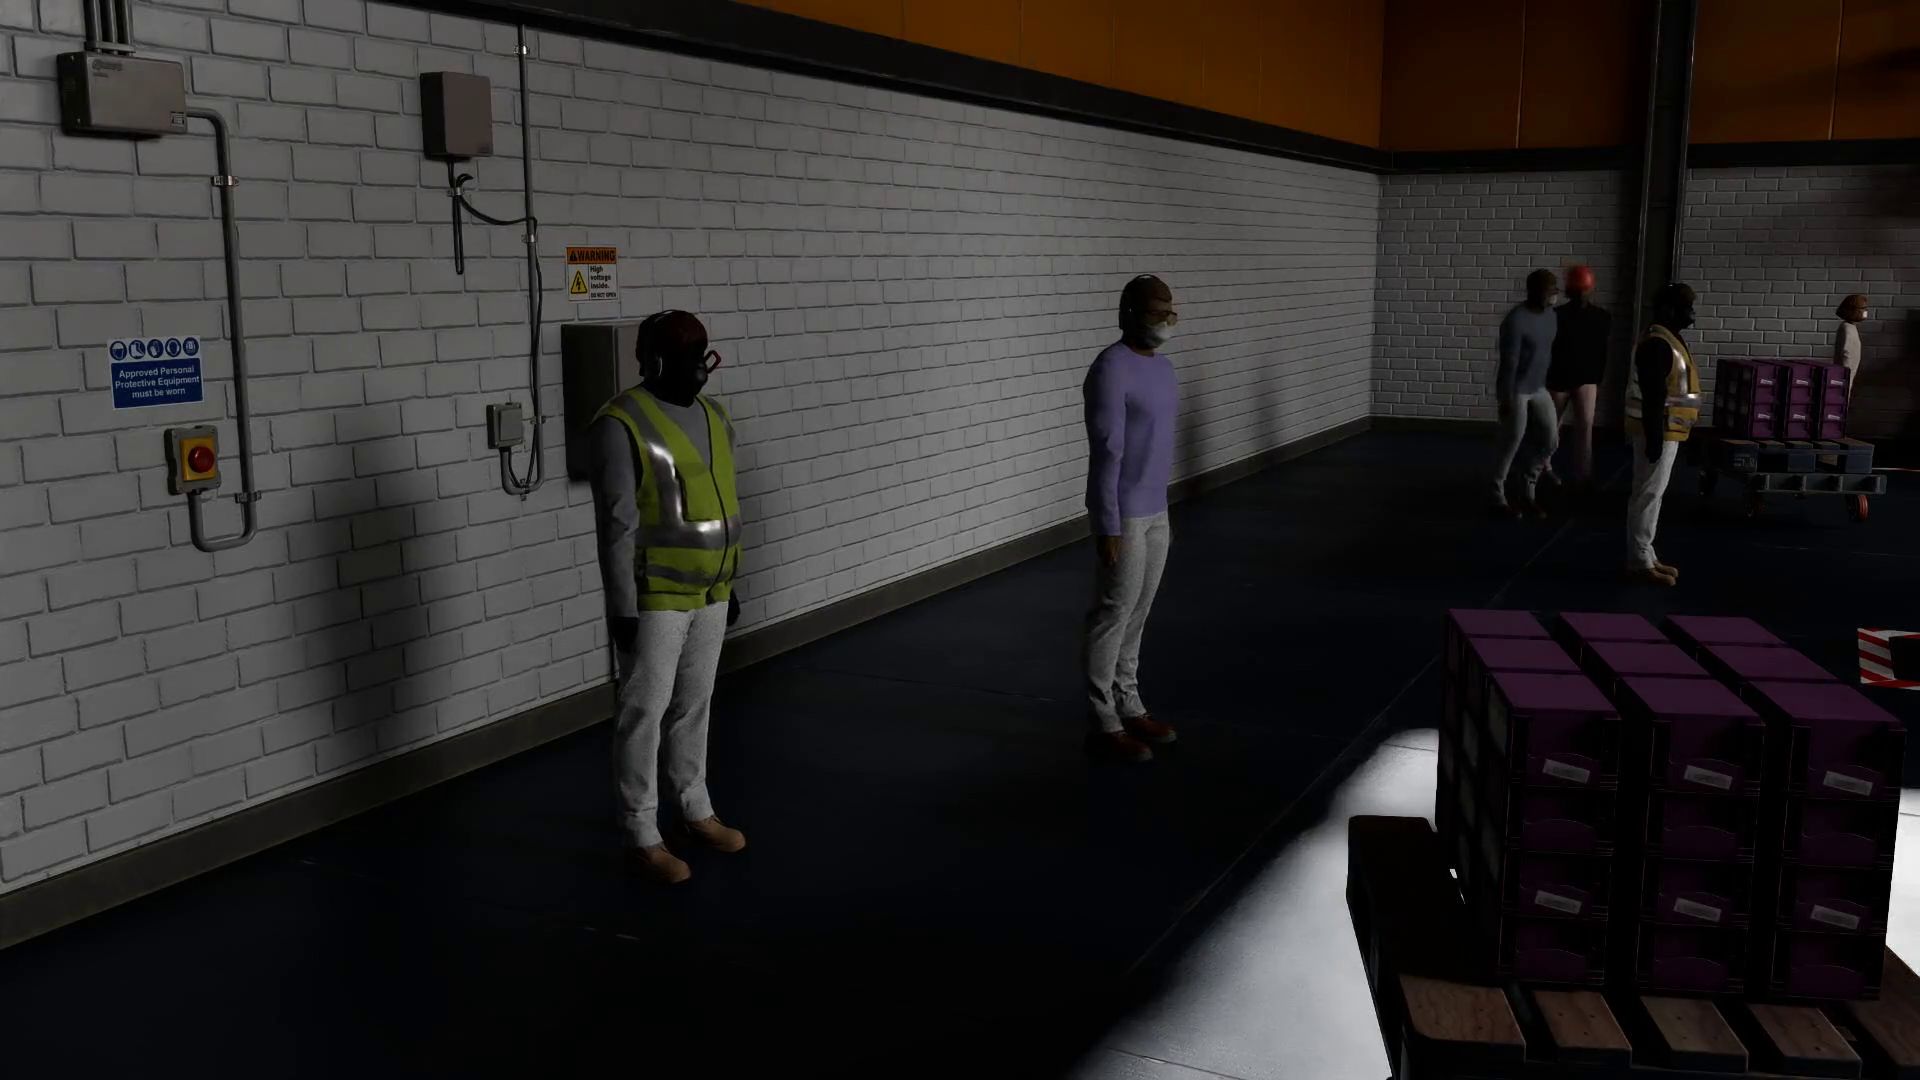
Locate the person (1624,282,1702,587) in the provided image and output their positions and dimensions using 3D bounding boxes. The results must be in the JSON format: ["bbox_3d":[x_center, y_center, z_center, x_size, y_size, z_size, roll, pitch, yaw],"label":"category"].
[{"bbox_3d":[4.306,-0.649,10.209,0.430,1.843,0.625,5,11,29],"label":"person"}]

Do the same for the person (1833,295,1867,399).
[{"bbox_3d":[8.352,-1.493,15.697,0.279,1.632,0.502,5,11,29],"label":"person"}]

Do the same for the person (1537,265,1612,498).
[{"bbox_3d":[5.154,-1.360,14.108,0.627,1.933,1.089,1,10,4],"label":"person"}]

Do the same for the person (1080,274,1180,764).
[{"bbox_3d":[0.698,-0.092,6.713,0.371,1.936,0.629,5,11,29],"label":"person"}]

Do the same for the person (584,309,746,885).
[{"bbox_3d":[-0.927,0.173,5.451,0.430,1.843,0.625,5,11,29],"label":"person"}]

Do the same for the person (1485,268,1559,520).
[{"bbox_3d":[4.247,-1.087,12.554,0.643,1.904,0.561,-7,12,-37],"label":"person"}]
